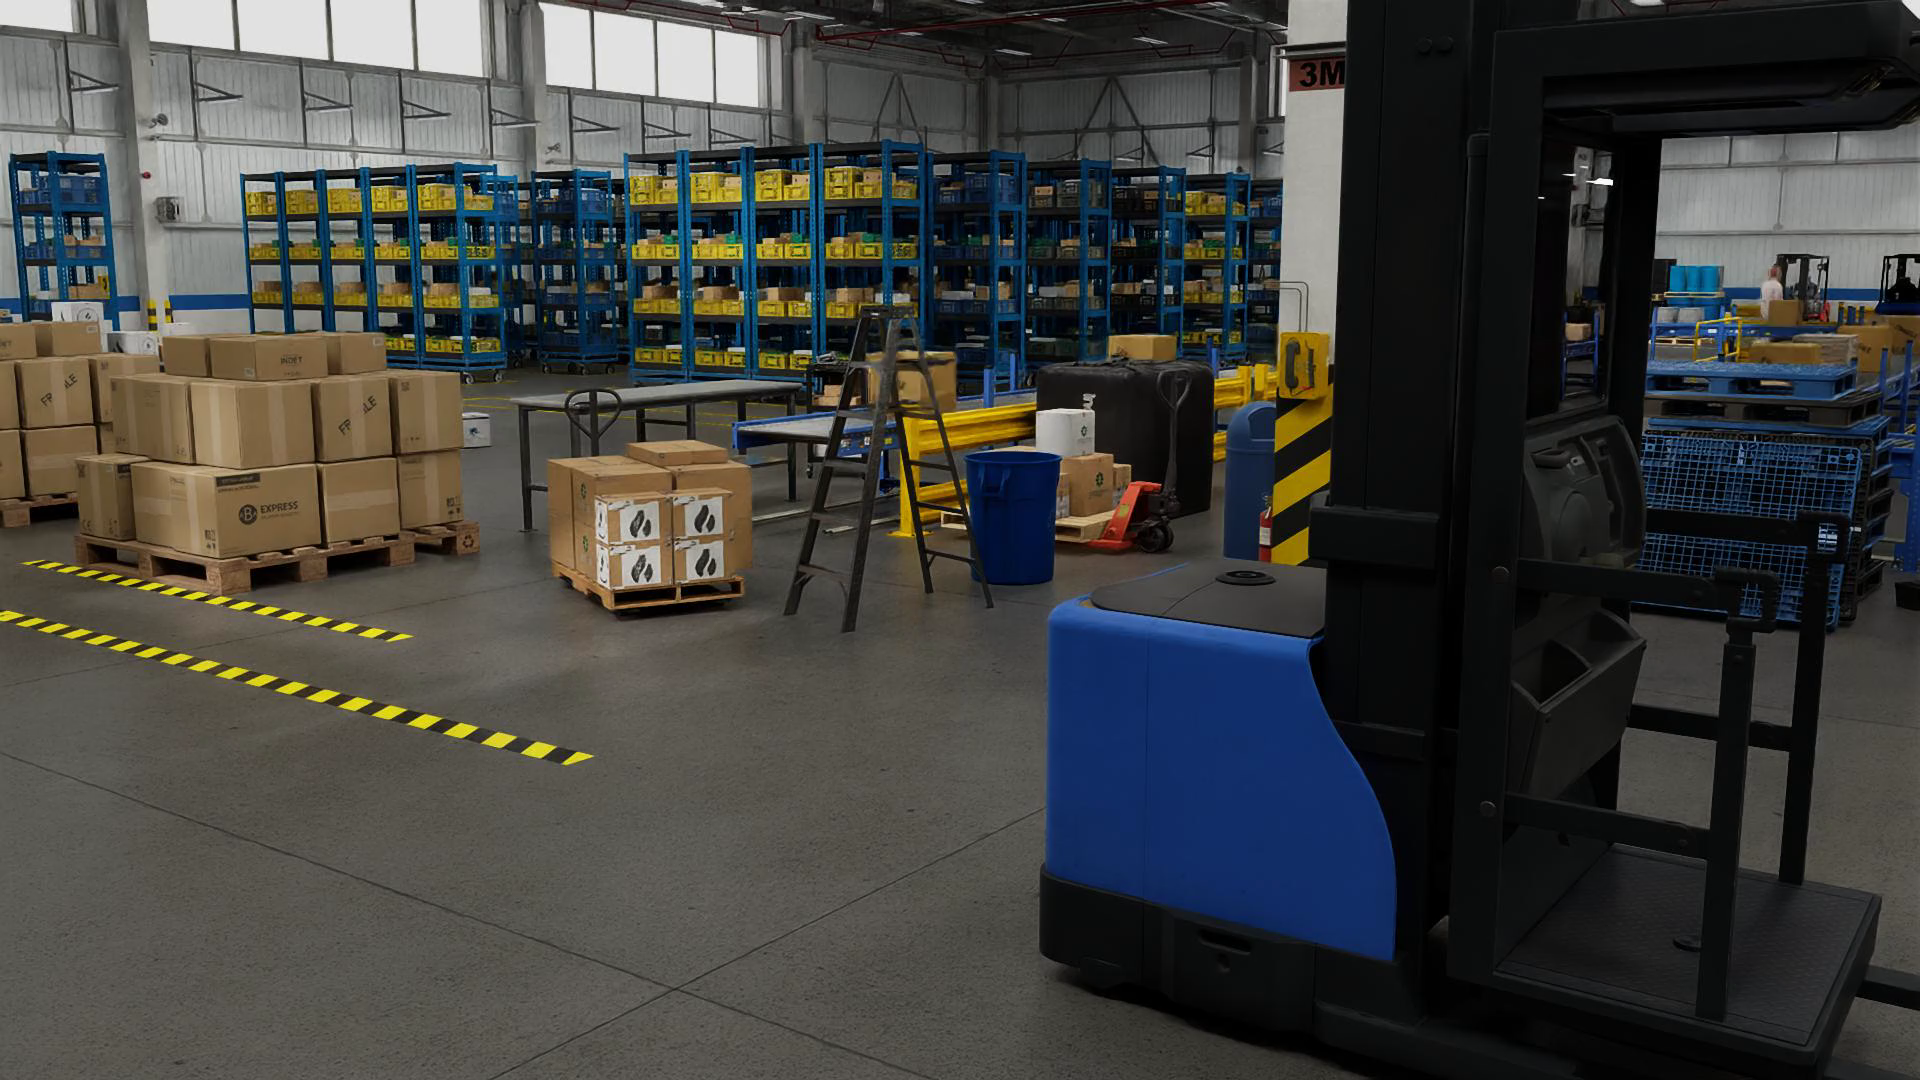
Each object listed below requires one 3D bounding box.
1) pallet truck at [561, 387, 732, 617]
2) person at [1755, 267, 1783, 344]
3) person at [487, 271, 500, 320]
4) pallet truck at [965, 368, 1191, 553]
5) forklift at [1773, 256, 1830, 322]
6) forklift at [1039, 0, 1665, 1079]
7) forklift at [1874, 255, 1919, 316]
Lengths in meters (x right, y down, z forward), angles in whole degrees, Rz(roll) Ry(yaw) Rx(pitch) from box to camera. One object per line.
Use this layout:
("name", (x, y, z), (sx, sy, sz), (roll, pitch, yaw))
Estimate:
("pallet truck", (-1.981, -0.274, 10.088), (0.680, 1.201, 1.601), (-5, 11, -28))
("person", (16.946, -4.761, 34.828), (0.528, 1.895, 0.647), (0, 10, -2))
("person", (-10.550, -5.170, 37.526), (0.568, 1.811, 0.888), (8, 13, 40))
("pallet truck", (0.845, -0.609, 11.869), (1.630, 1.274, 0.653), (7, 12, 35))
("forklift", (20.253, -5.854, 40.139), (1.157, 1.987, 2.680), (7, 12, 35))
("forklift", (1.249, -0.137, 4.360), (1.873, 2.768, 1.129), (7, 12, 35))
("forklift", (22.089, -5.634, 38.796), (1.157, 1.987, 2.680), (6, 11, 33))
